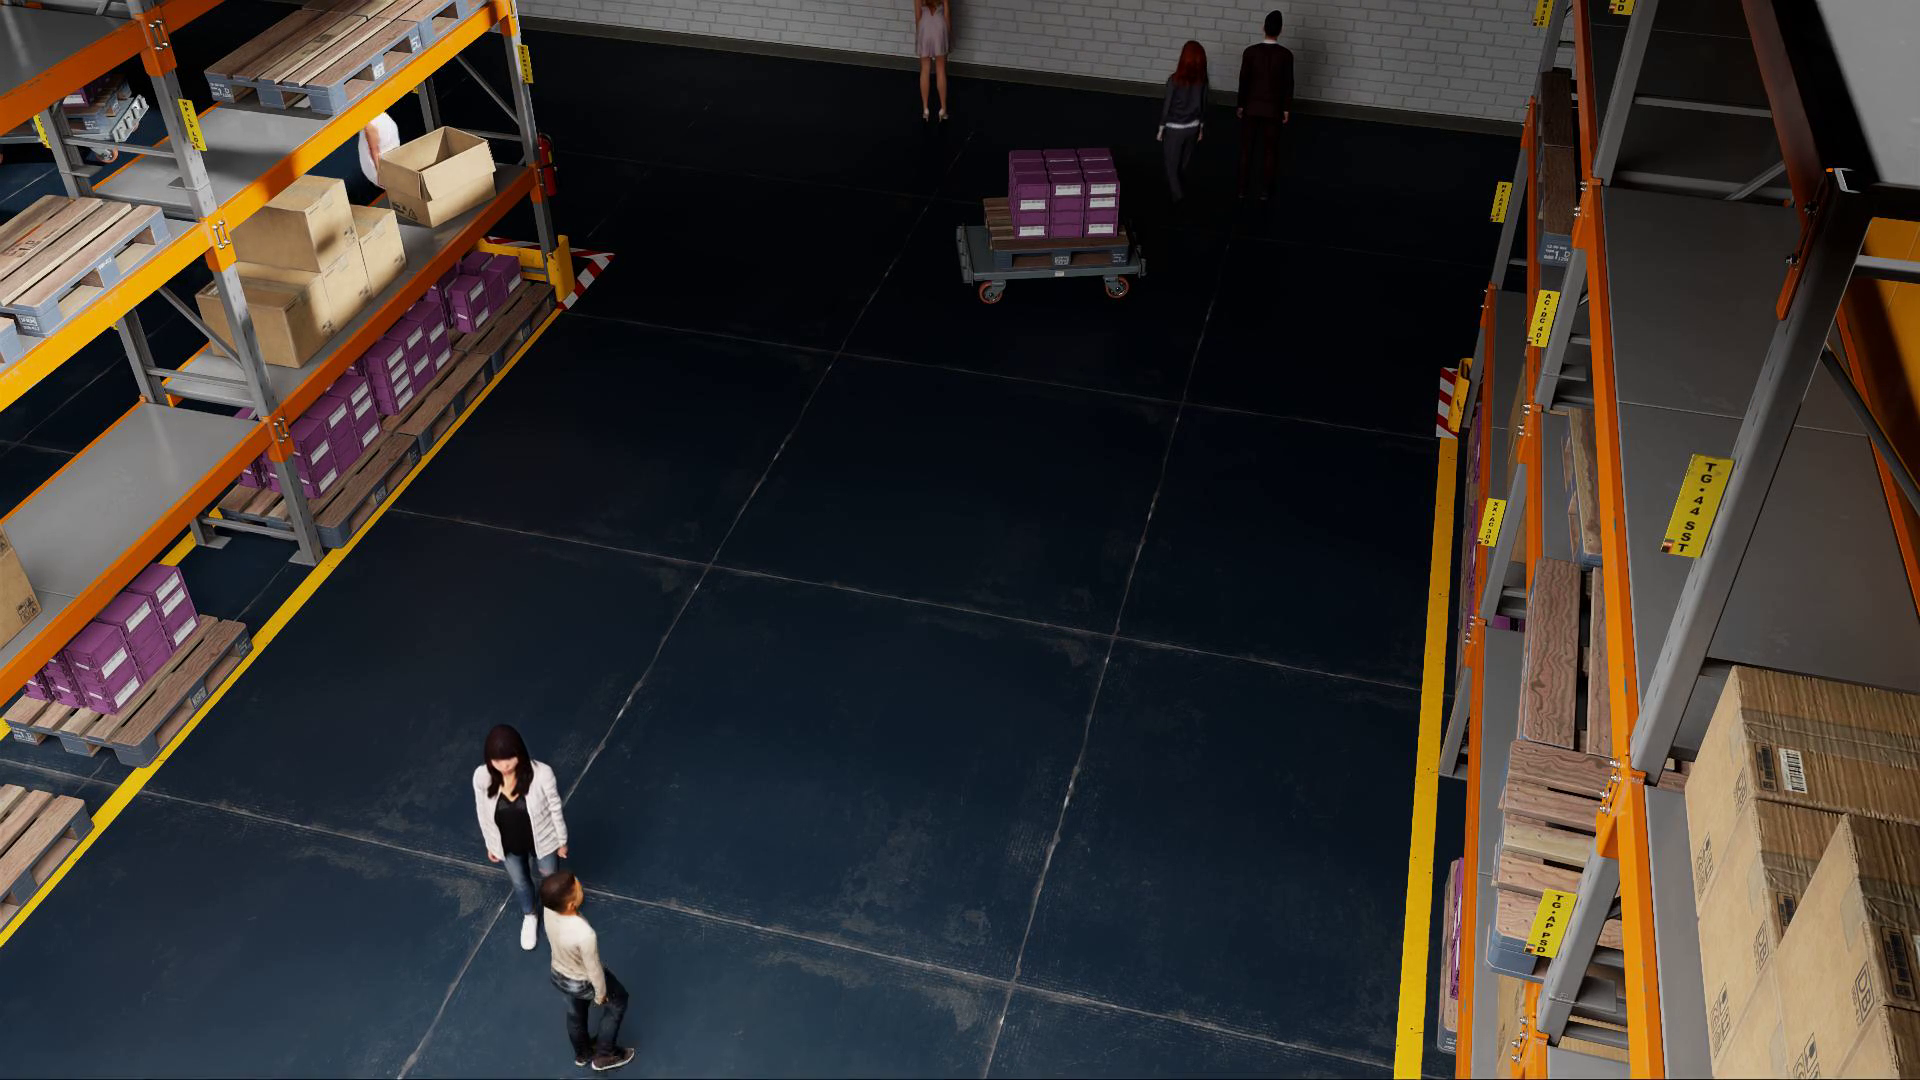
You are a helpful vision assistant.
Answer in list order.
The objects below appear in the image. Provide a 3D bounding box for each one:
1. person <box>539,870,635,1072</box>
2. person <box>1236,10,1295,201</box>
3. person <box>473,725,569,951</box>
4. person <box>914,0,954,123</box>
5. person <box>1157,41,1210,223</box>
[{"bbox_3d":[-1.973,2.231,8.414,0.619,1.455,0.619,23,44,26],"label":"person"},{"bbox_3d":[2.951,-4.203,16.141,0.667,1.866,0.570,10,40,12],"label":"person"},{"bbox_3d":[-2.371,1.599,9.060,0.671,1.636,0.653,-2,39,-3],"label":"person"},{"bbox_3d":[-0.286,-5.288,17.577,0.584,1.769,0.600,6,39,7],"label":"person"},{"bbox_3d":[2.123,-3.817,15.743,0.887,1.759,1.029,-10,40,-13],"label":"person"}]
